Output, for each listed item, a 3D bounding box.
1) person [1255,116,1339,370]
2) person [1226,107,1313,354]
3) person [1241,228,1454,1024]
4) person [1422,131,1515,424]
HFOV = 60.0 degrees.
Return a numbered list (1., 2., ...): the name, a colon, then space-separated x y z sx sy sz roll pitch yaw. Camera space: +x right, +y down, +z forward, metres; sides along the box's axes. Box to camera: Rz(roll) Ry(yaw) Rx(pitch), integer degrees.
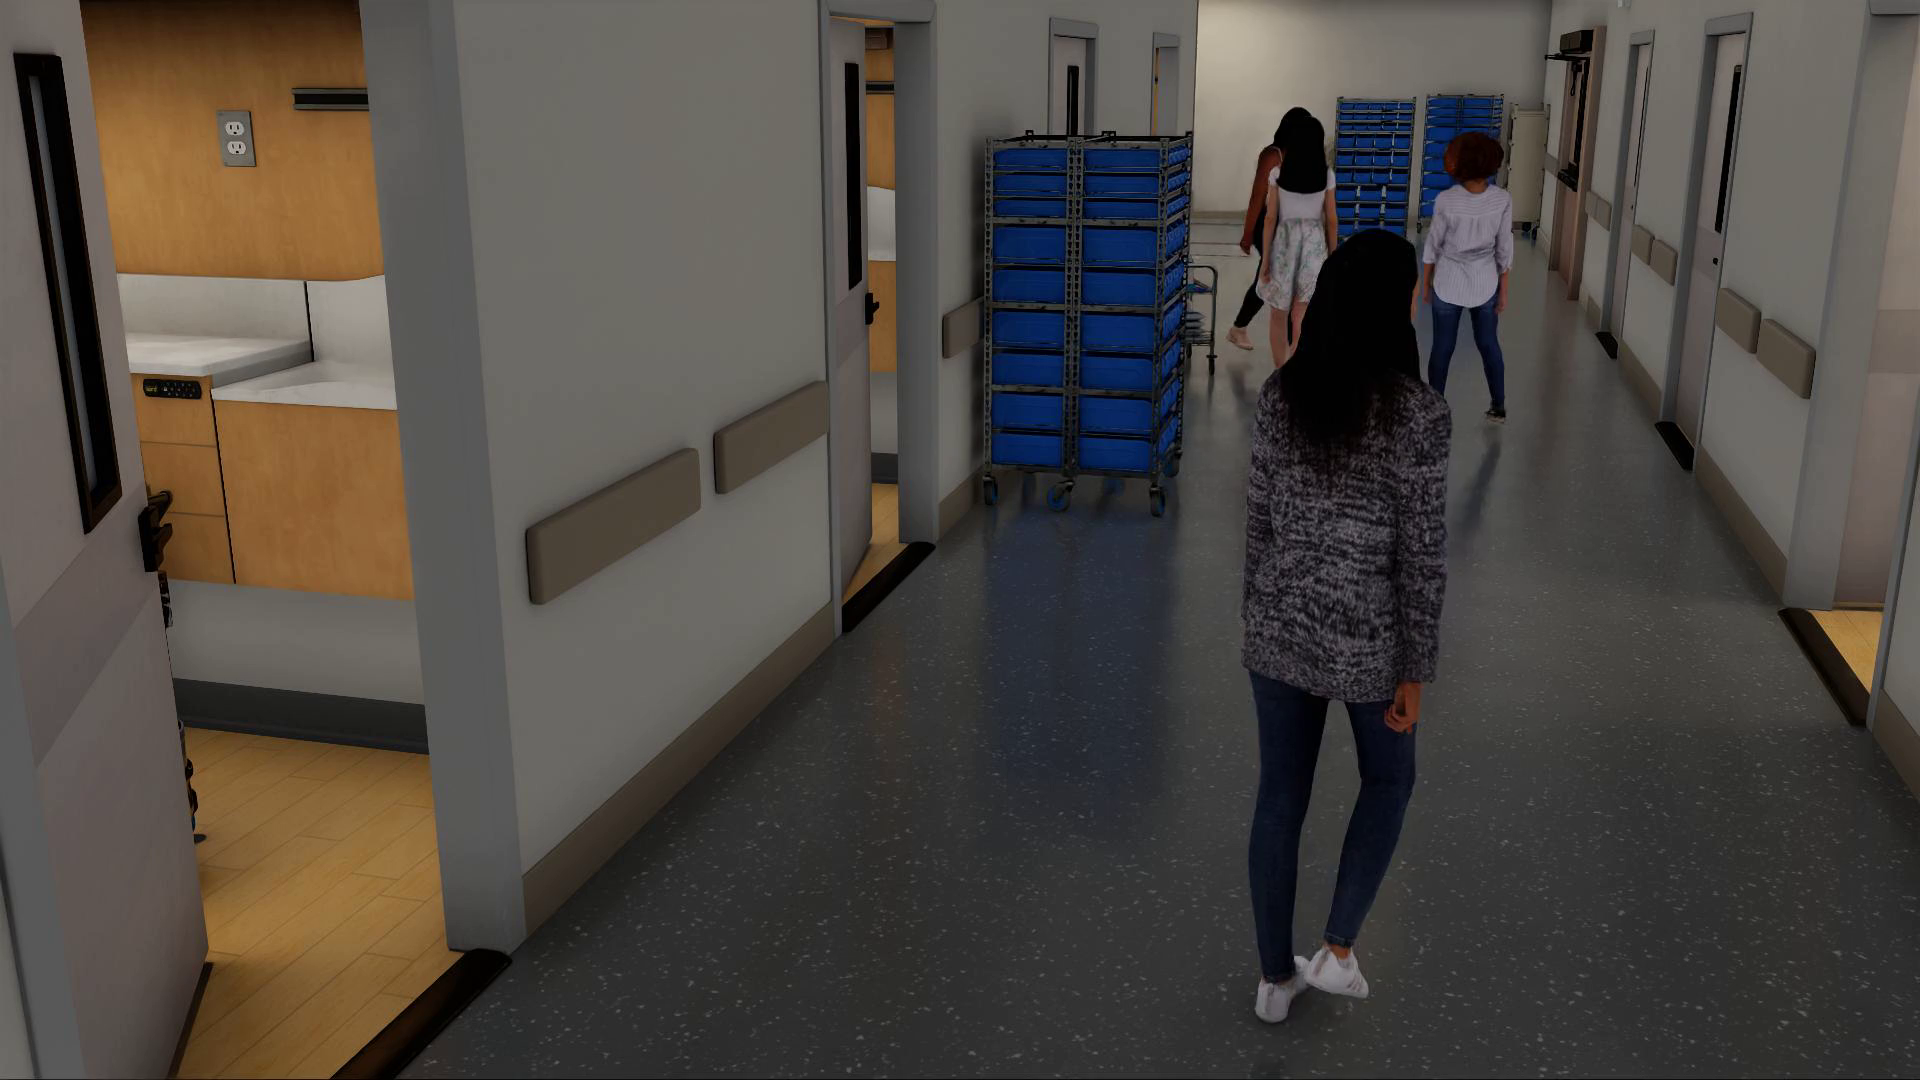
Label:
1. person: 2.015 -1.608 9.935 0.651 1.755 0.758 3 16 11
2. person: 2.192 -2.145 11.868 1.254 1.739 1.231 -10 19 -33
3. person: 0.736 0.240 3.447 0.710 1.718 0.700 9 18 29
4. person: 2.861 -1.459 9.492 0.732 1.709 0.715 4 16 15
